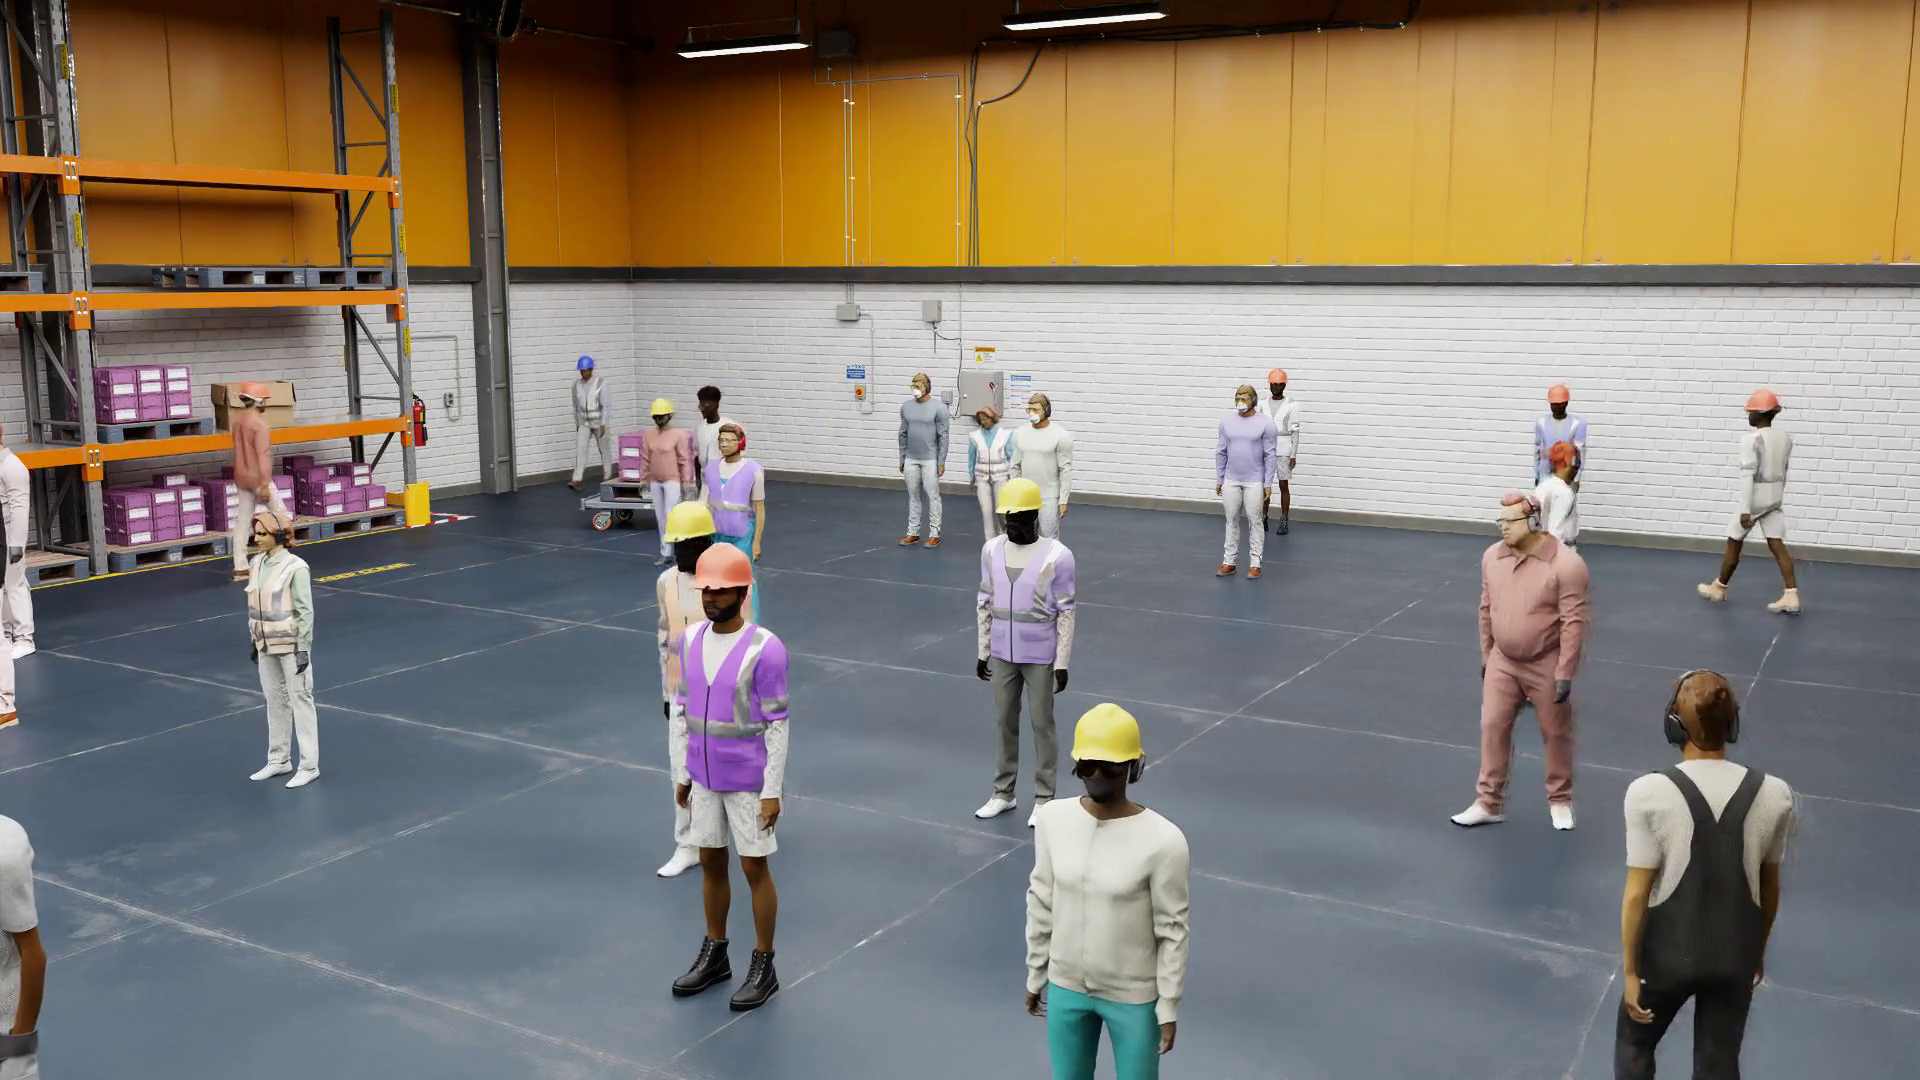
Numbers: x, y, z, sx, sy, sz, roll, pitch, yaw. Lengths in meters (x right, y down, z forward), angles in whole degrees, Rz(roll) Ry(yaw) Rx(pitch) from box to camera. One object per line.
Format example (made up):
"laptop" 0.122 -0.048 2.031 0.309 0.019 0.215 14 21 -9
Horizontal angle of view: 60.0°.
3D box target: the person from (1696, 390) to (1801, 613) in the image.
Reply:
"person" 7.212 -0.355 15.003 0.626 1.990 1.077 -4 10 -23

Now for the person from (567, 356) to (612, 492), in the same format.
"person" -5.160 -1.622 23.216 0.611 1.883 0.999 2 9 12

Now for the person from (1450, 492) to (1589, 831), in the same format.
"person" 3.099 0.668 9.047 0.664 1.870 0.659 -8 12 -40

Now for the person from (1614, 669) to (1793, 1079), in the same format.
"person" 2.283 1.298 5.194 0.508 1.822 0.588 1 9 8

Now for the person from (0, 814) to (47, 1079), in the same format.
"person" -2.740 1.368 4.615 0.526 1.871 0.324 5 11 30

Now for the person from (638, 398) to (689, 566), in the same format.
"person" -3.068 -0.591 17.220 0.539 1.757 0.362 4 10 24

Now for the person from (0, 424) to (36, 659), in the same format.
"person" -7.600 -0.011 13.106 0.647 1.908 0.409 5 11 30

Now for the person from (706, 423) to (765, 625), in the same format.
"person" -1.804 -0.019 13.332 0.568 1.849 0.386 5 11 30

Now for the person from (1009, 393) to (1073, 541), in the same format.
"person" 0.732 -0.387 15.355 0.633 1.939 0.368 5 11 30

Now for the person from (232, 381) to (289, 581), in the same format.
"person" -6.929 -0.599 16.571 0.641 1.963 0.843 7 11 37

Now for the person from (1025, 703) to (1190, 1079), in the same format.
"person" 0.429 1.353 5.020 0.530 1.772 0.303 5 11 30

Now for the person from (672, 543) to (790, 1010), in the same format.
"person" -0.964 0.968 6.888 0.548 1.942 0.347 5 11 30

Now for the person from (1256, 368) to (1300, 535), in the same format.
"person" 3.667 -1.031 19.364 0.549 1.941 0.354 5 11 30

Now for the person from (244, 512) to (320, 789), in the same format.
"person" -4.020 0.643 9.859 0.519 1.640 0.307 5 11 30

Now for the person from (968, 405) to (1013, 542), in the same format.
"person" 0.360 -0.664 18.091 0.522 1.623 0.444 2 9 11

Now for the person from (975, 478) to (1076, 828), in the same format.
"person" 0.344 0.612 9.152 0.591 1.927 0.366 5 11 30

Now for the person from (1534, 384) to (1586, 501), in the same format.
"person" 6.365 -0.721 17.670 0.551 1.882 0.975 5 11 31

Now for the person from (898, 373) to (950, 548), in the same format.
"person" -0.416 -0.883 18.449 0.633 1.939 0.368 5 11 30

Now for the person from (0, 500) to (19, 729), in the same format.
"person" -6.558 0.275 11.041 0.618 1.997 0.373 5 11 30

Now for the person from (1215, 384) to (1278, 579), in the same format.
"person" 2.833 -0.581 16.567 0.633 1.939 0.368 5 11 30

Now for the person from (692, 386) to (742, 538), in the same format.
"person" -2.417 -0.586 16.642 0.613 1.932 0.516 5 10 28

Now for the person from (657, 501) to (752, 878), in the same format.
"person" -1.267 0.731 8.484 0.593 1.904 0.682 5 10 28

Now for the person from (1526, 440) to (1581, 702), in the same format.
"person" 4.187 0.218 11.860 0.442 1.847 0.643 1 9 4
